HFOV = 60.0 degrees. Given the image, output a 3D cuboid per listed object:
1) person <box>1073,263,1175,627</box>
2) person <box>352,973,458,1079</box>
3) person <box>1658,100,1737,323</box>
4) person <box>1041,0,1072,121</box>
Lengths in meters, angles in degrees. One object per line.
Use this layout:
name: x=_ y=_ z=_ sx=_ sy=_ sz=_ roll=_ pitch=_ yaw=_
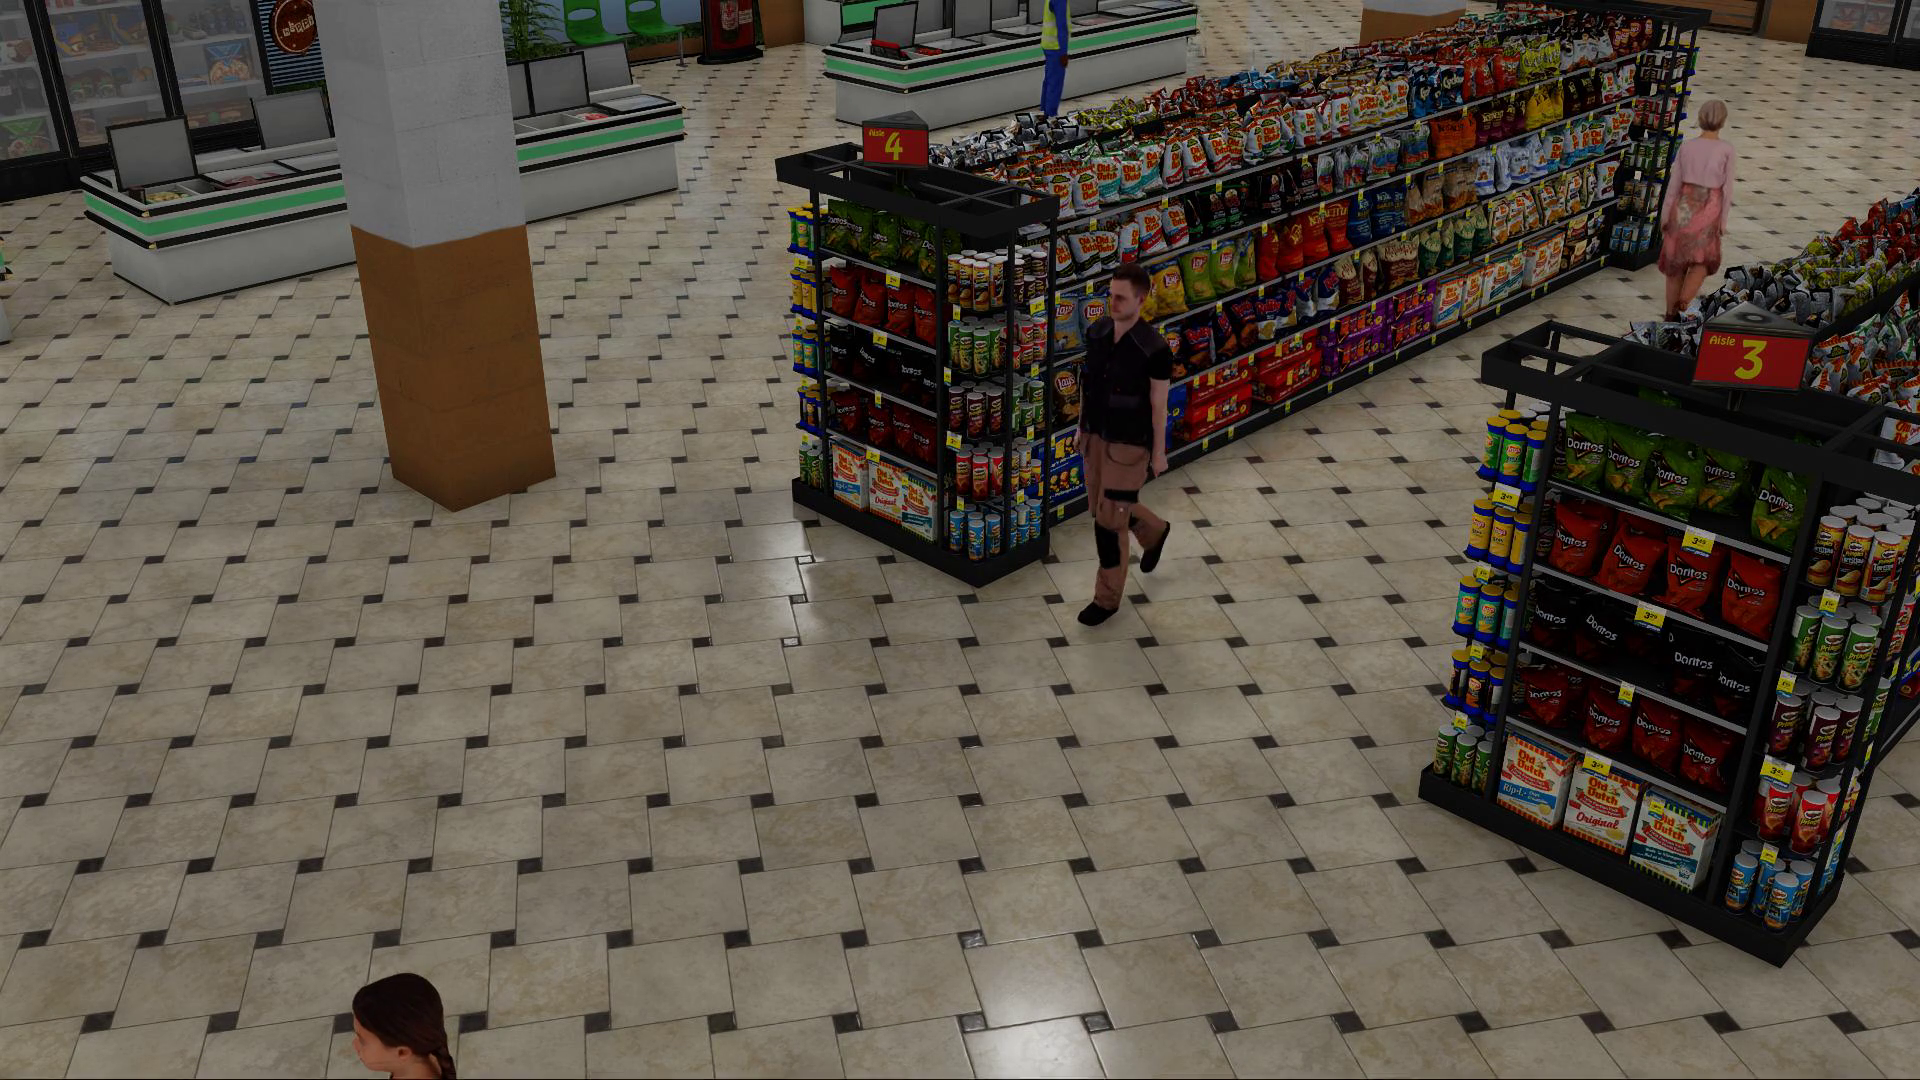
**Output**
person: x=0.857 y=-0.510 z=8.250 sx=1.062 sy=1.810 sz=0.746 roll=-20 pitch=33 yaw=-34
person: x=-1.269 y=1.710 z=4.150 sx=0.633 sy=1.559 sz=0.620 roll=-10 pitch=29 yaw=-20
person: x=5.228 y=-2.260 z=11.845 sx=0.693 sy=1.678 sz=0.786 roll=15 pitch=31 yaw=28
person: x=1.006 y=-5.181 z=17.461 sx=0.789 sy=1.809 sz=0.730 roll=0 pitch=27 yaw=0
